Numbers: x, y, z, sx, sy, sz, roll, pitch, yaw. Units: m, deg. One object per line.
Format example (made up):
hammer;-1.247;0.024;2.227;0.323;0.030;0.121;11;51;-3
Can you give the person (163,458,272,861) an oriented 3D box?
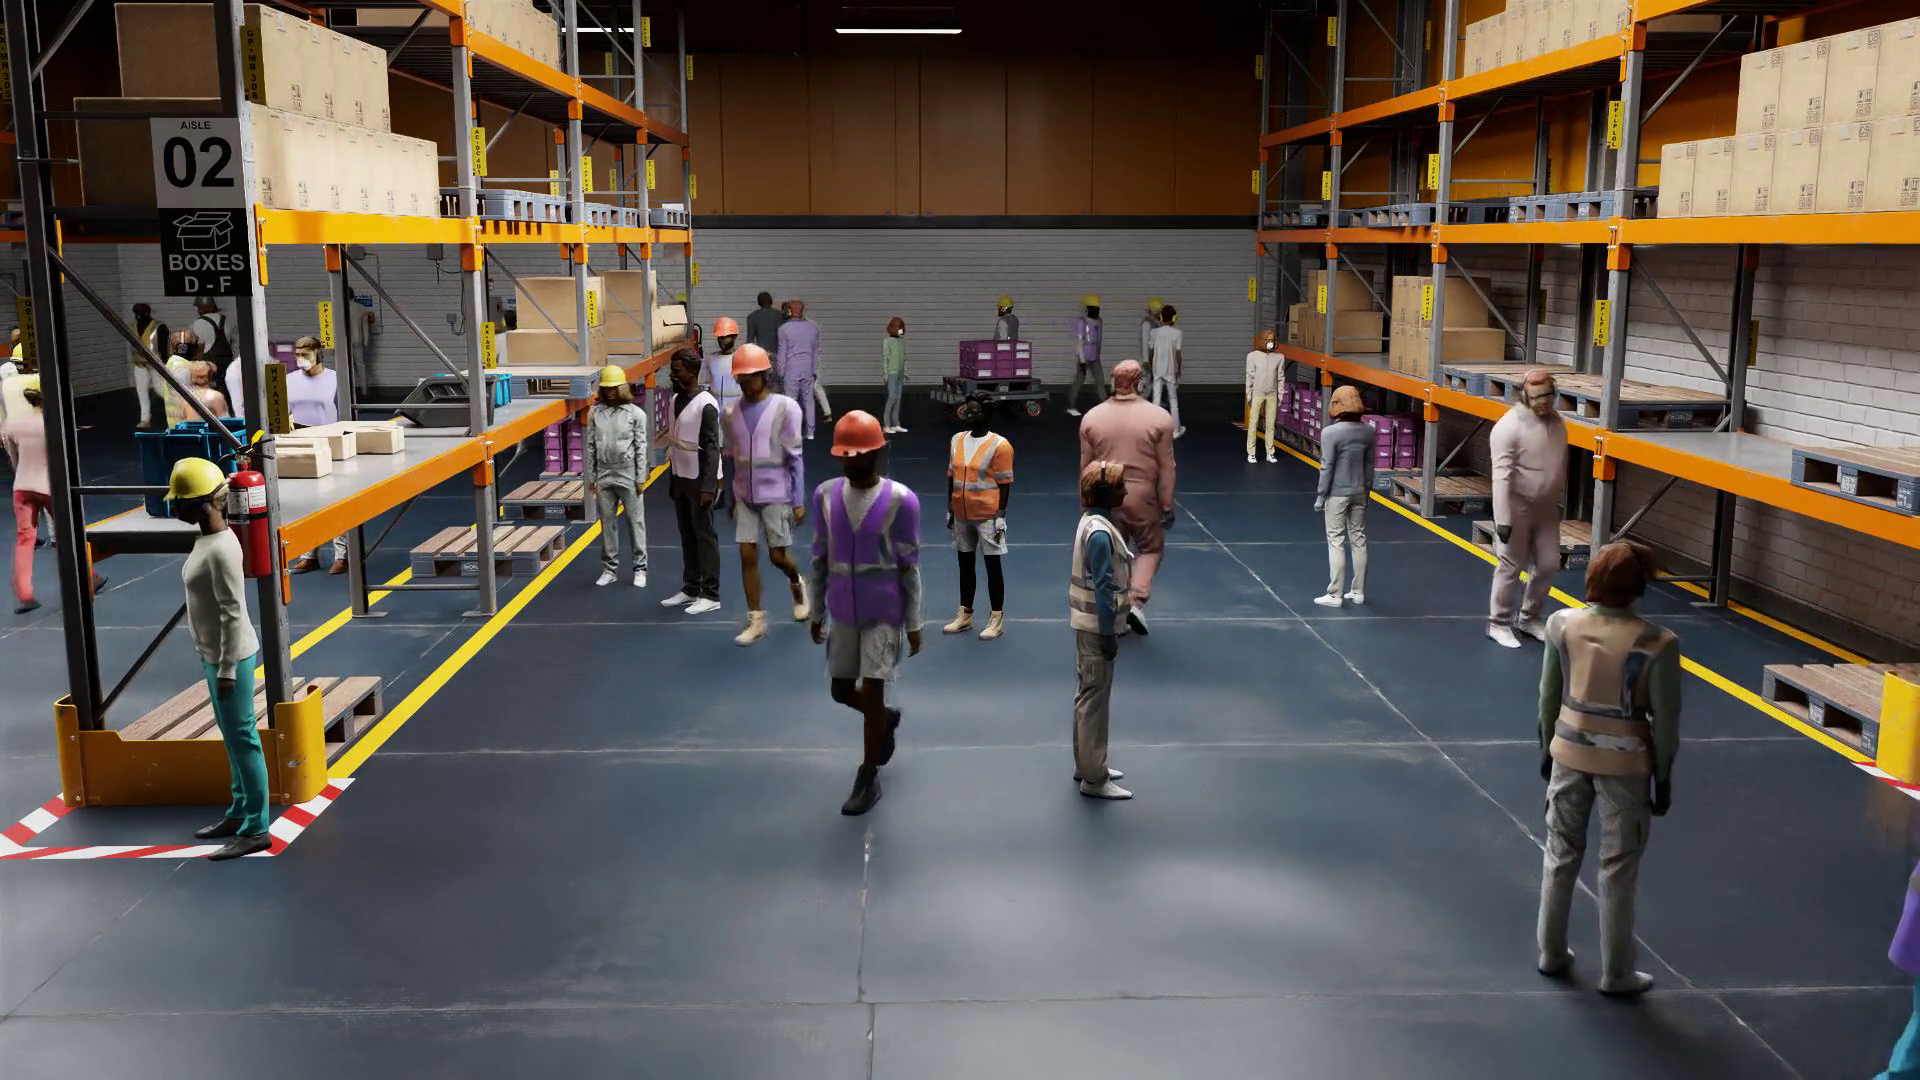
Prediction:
person;-3.243;0.513;7.270;0.329;1.763;0.523;-6;12;-29

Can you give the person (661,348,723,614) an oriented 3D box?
person;-1.937;-0.433;12.101;0.391;1.919;0.591;-8;13;-38

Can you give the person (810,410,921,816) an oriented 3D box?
person;-0.424;0.313;7.974;0.574;1.913;0.663;4;11;20

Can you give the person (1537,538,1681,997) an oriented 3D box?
person;2.301;0.810;5.953;0.314;1.641;0.515;-9;13;-40

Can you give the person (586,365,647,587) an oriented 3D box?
person;-2.668;-0.491;12.931;0.486;1.737;0.344;2;10;11

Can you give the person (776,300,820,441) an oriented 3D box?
person;-2.196;-2.263;22.331;0.640;1.909;0.409;-8;13;-37

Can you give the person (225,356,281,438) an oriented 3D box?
person;-6.775;-1.115;16.242;0.598;1.804;0.654;6;12;32

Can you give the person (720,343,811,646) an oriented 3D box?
person;-1.299;-0.322;11.208;0.629;2.019;0.703;4;11;21

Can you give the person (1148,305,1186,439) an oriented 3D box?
person;2.772;-2.239;22.414;0.544;1.821;0.943;5;11;25

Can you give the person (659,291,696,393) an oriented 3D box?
person;-4.520;-3.014;26.537;0.713;1.897;0.598;-5;11;-25

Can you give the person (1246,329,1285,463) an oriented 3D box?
person;3.706;-1.744;20.225;0.497;1.629;0.277;-2;10;-9

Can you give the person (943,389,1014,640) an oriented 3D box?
person;0.119;-0.175;11.274;0.535;1.700;0.318;8;13;37

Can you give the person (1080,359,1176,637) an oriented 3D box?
person;1.134;-0.266;11.222;0.666;1.895;0.427;4;11;20

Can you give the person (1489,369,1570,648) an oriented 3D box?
person;3.703;-0.196;10.927;0.666;1.867;0.519;-5;11;-25

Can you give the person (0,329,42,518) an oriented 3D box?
person;-9.039;-1.128;16.185;0.347;1.842;0.505;6;12;32

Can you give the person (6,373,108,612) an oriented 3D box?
person;-6.741;-0.369;12.302;0.535;1.720;0.913;0;10;1

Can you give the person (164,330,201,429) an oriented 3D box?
person;-7.399;-1.095;16.003;0.429;1.842;0.637;-6;12;-28

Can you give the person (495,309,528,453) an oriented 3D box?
person;-5.617;-1.980;20.934;0.510;1.845;0.539;0;10;2

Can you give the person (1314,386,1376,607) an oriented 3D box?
person;2.835;-0.320;12.268;0.508;1.631;0.265;-5;12;-28

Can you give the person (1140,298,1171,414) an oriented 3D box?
person;3.055;-2.896;26.129;0.539;1.828;0.602;5;11;24

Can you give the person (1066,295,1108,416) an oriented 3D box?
person;1.997;-2.801;25.409;0.611;1.875;1.015;-10;14;-43

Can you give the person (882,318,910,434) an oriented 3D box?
person;-0.907;-2.316;23.419;0.286;1.622;0.514;7;12;33

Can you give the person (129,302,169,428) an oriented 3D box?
person;-11.729;-2.552;24.196;0.627;1.818;0.725;2;10;9

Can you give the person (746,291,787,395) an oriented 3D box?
person;-2.973;-2.877;25.713;0.662;1.919;0.458;-3;11;-16

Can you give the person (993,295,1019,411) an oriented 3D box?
person;0.717;-2.971;26.466;0.404;1.837;0.590;4;11;21

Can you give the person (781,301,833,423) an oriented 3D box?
person;-2.367;-2.606;24.505;1.055;1.817;0.649;3;11;16

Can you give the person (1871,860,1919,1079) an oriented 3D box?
person;2.558;1.076;4.041;0.994;1.790;0.587;7;13;35

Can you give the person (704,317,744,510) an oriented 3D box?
person;-2.304;-1.244;16.562;0.542;1.939;0.365;3;11;18

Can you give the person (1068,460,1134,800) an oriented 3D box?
person;0.681;0.427;8.084;0.307;1.641;0.511;0;10;-1

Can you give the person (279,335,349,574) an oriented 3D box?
person;-5.186;-0.683;13.438;0.635;1.937;0.353;1;10;4

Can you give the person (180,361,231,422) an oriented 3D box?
person;-6.743;-0.801;14.975;0.527;1.621;0.474;6;12;32

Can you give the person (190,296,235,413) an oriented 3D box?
person;-10.457;-2.513;23.345;0.949;2.000;0.679;6;12;29

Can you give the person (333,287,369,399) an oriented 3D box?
person;-10.328;-3.334;28.206;0.635;1.937;0.353;-9;13;-41

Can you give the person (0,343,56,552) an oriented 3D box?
person;-8.005;-0.808;14.424;0.587;1.834;0.403;1;10;8
